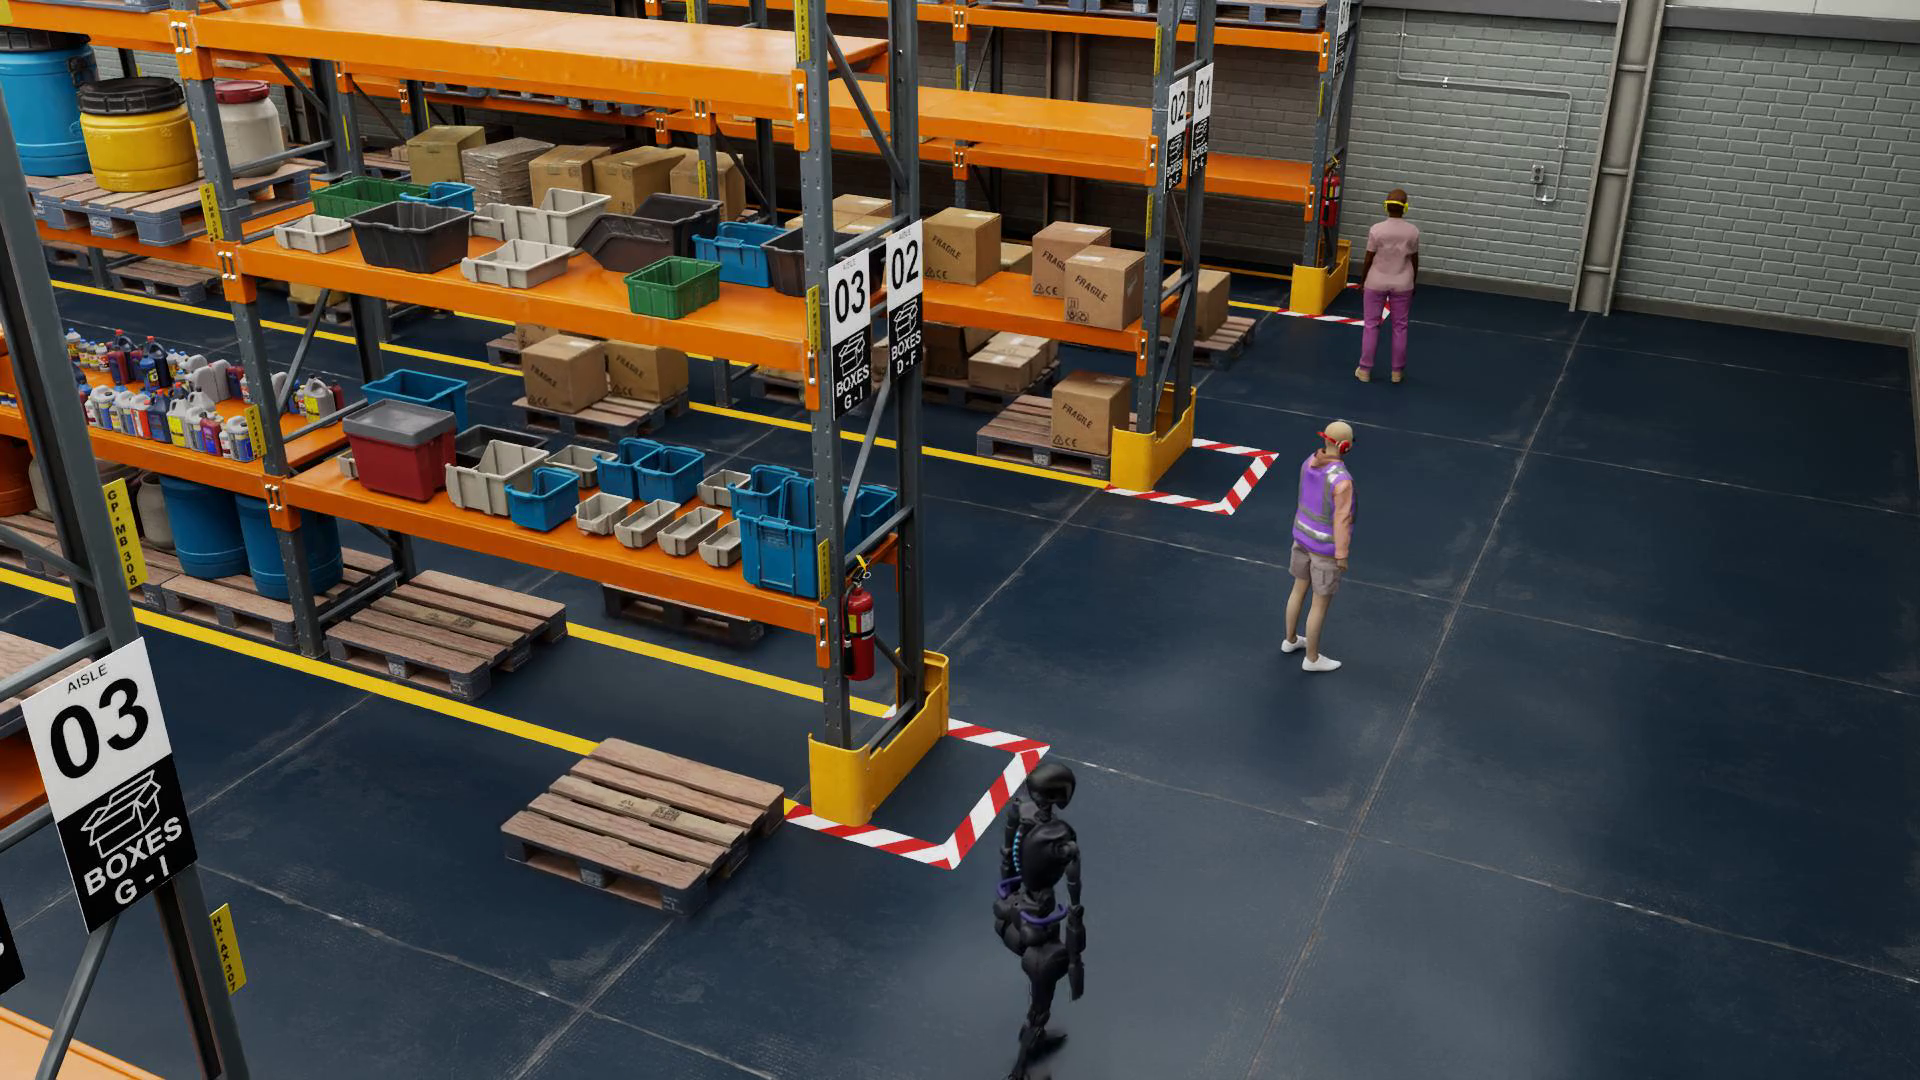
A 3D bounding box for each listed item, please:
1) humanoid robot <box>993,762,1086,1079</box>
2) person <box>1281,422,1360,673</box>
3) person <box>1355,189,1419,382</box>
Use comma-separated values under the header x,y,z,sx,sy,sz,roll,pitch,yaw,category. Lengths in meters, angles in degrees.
x,y,z,sx,sy,sz,roll,pitch,yaw,category
0.366,1.685,7.306,0.502,1.637,0.610,-16,30,-29,humanoid robot
2.309,0.037,10.632,0.352,1.688,0.489,-10,28,-20,person
3.931,-2.326,15.290,0.528,1.799,0.336,3,26,6,person
